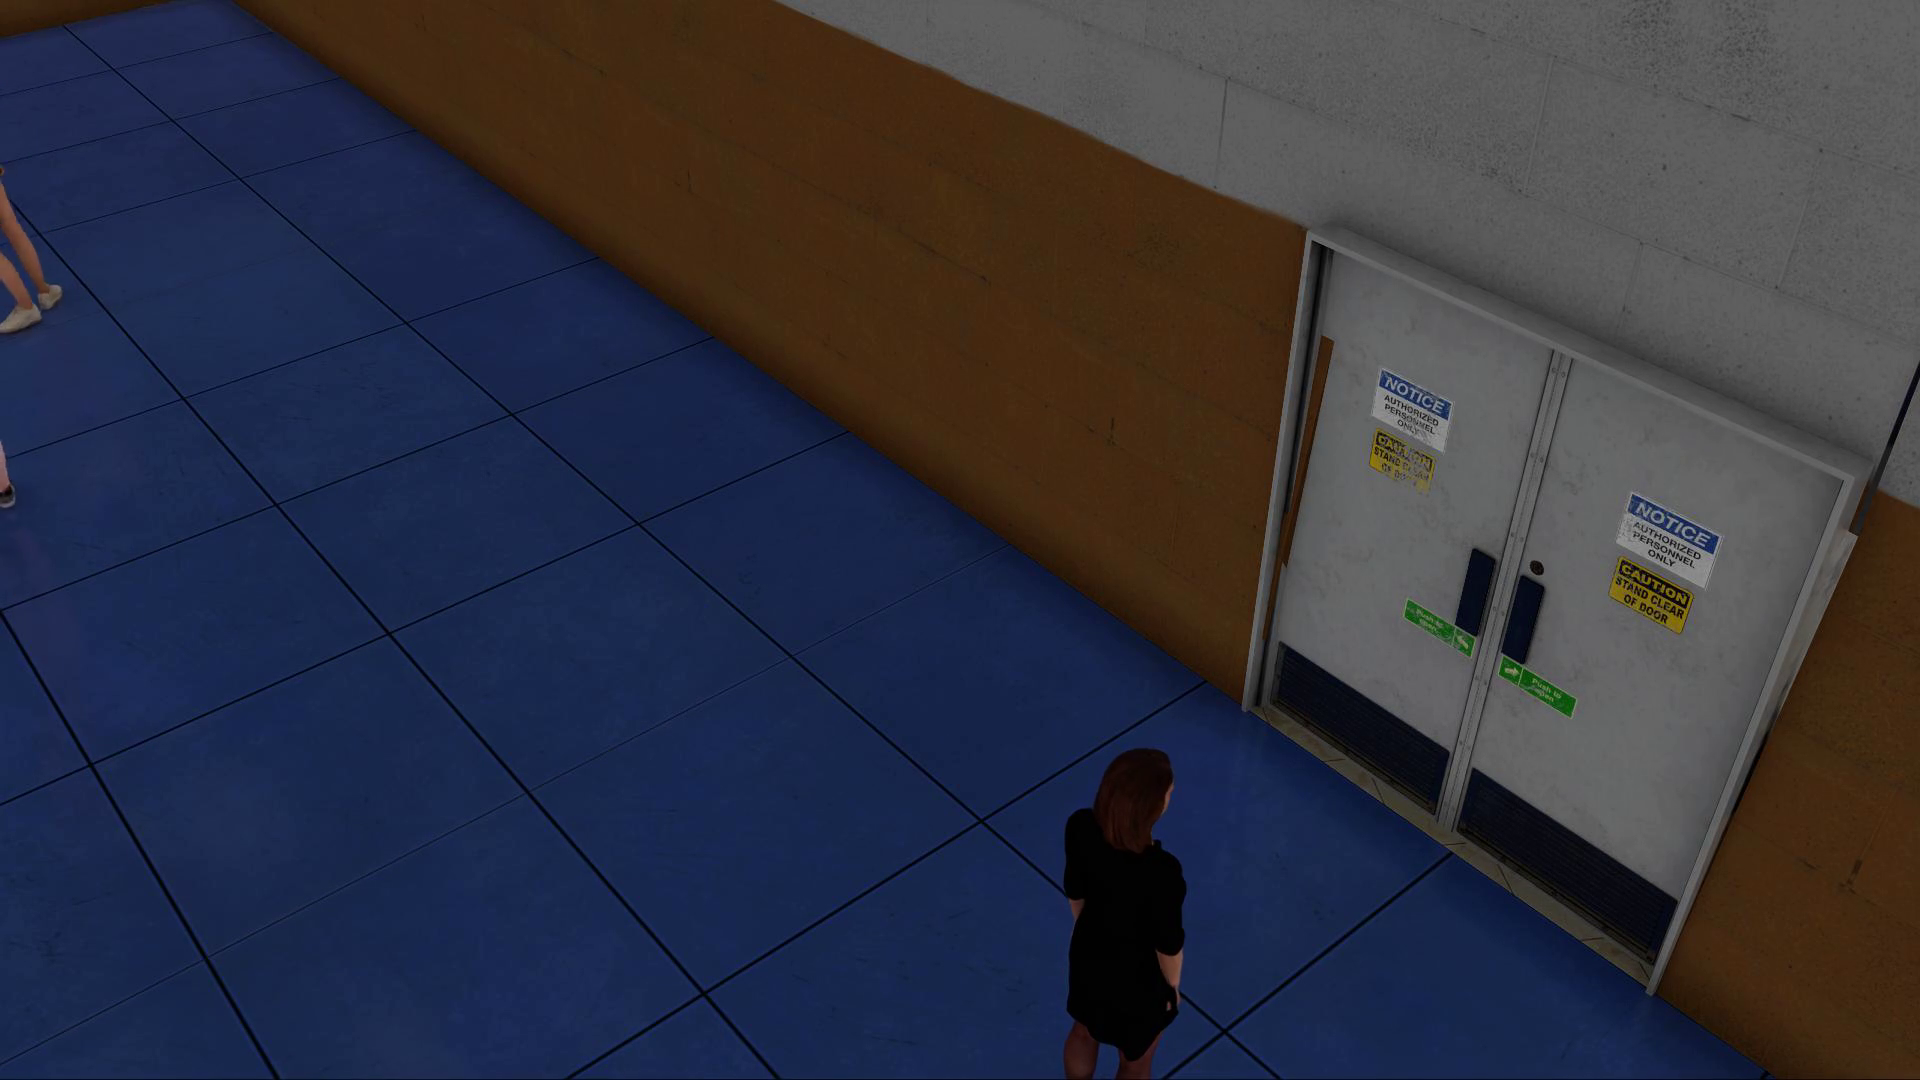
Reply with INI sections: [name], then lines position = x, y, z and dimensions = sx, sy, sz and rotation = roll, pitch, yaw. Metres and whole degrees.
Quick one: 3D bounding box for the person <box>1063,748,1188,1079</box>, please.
[person]
position = 0.489, 1.307, 5.098
dimensions = 0.519, 1.705, 0.603
rotation = -31, 47, -34
